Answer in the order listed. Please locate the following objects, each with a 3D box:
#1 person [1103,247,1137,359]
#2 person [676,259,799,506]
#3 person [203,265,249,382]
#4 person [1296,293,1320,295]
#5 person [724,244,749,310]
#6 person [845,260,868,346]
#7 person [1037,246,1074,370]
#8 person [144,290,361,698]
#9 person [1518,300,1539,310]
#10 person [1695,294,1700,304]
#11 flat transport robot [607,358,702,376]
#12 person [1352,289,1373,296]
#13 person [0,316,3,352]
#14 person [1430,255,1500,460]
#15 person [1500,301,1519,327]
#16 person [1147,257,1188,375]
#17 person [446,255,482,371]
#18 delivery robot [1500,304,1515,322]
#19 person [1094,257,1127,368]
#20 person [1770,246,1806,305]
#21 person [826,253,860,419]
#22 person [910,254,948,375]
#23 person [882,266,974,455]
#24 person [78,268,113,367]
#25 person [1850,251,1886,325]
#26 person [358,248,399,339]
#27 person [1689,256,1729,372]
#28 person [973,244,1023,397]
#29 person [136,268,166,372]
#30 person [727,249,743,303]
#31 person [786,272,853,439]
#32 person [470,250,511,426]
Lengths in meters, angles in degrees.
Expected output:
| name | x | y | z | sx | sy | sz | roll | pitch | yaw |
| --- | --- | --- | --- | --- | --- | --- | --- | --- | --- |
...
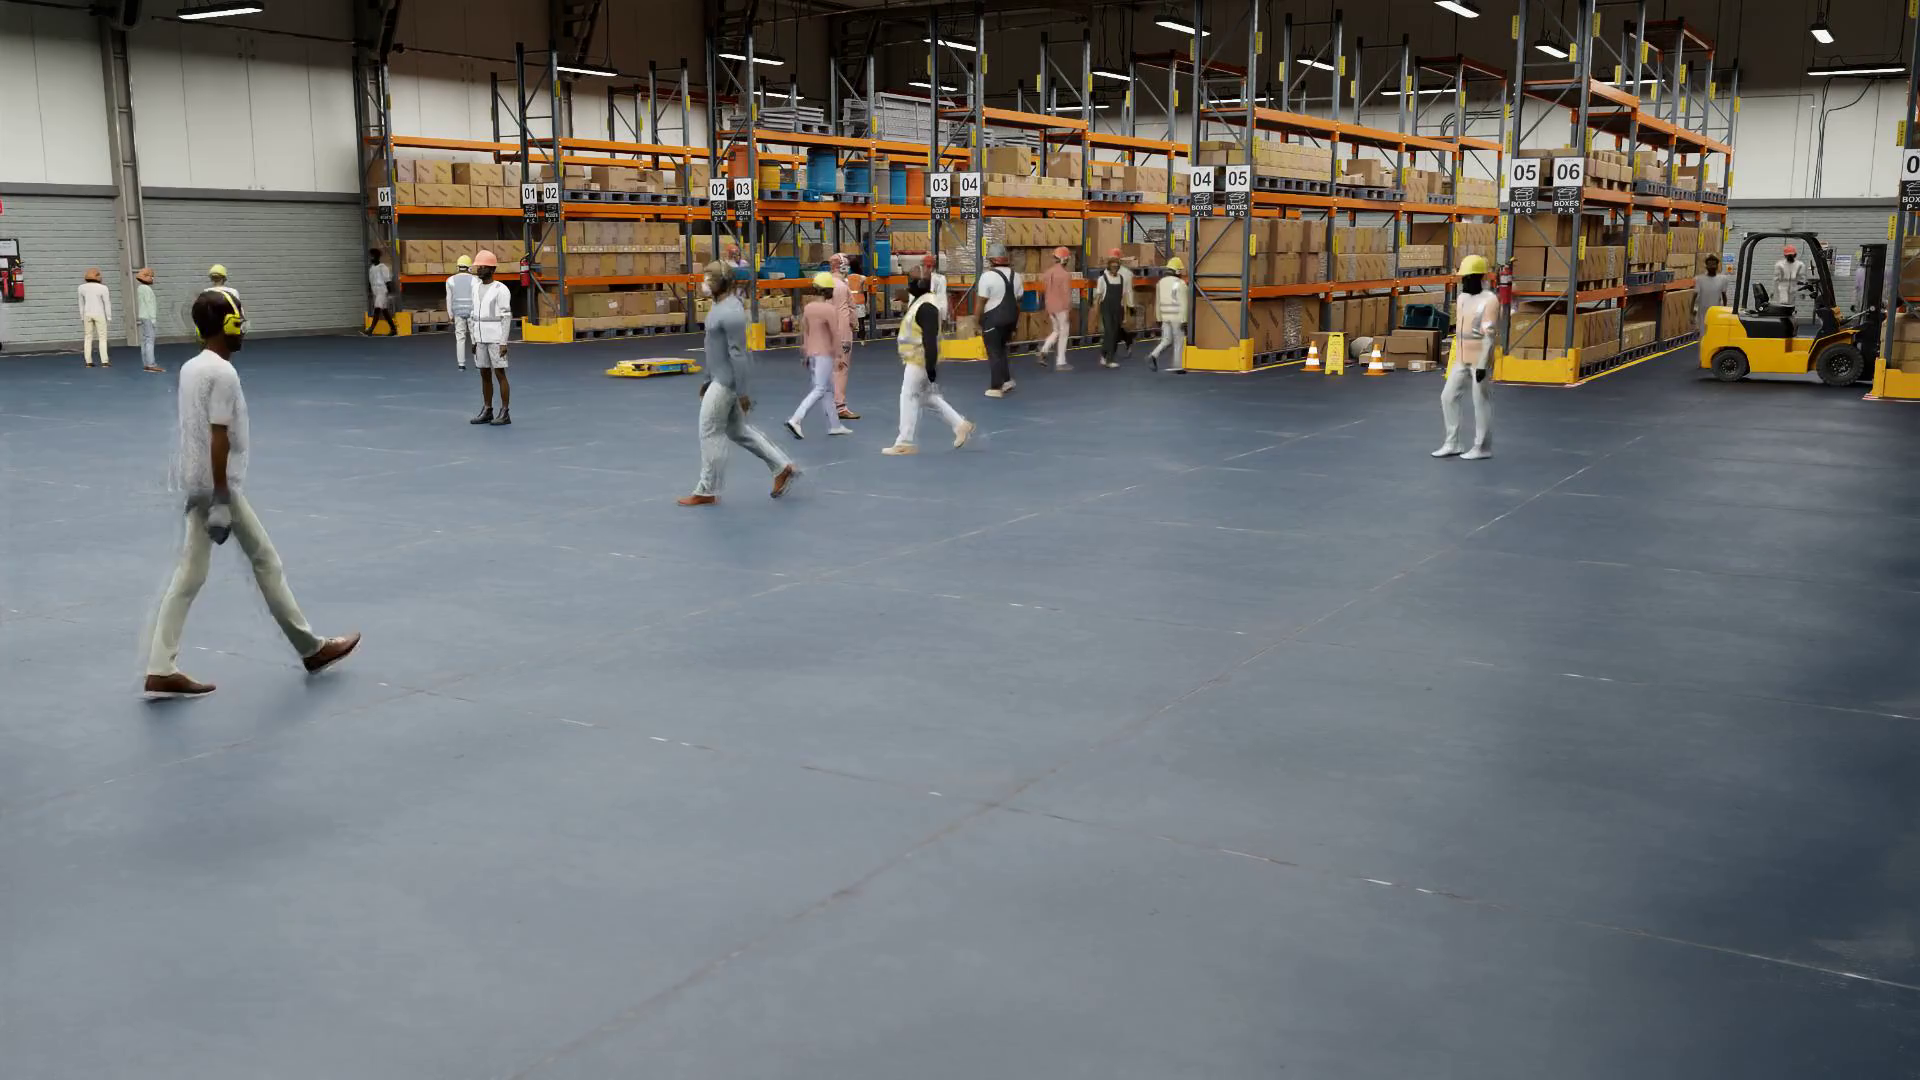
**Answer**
| name | x | y | z | sx | sy | sz | roll | pitch | yaw |
| --- | --- | --- | --- | --- | --- | --- | --- | --- | --- |
| person | 2.813 | -4.155 | 29.213 | 0.896 | 1.959 | 0.637 | -9 | 14 | -43 |
| person | -1.728 | -1.211 | 12.870 | 0.921 | 1.914 | 0.624 | -2 | 10 | -13 |
| person | -10.181 | -2.938 | 23.052 | 0.533 | 1.723 | 0.873 | 1 | 10 | 8 |
| person | 7.119 | -5.034 | 34.296 | 0.598 | 1.896 | 0.690 | 5 | 11 | 28 |
| person | -4.866 | -5.392 | 36.008 | 0.623 | 1.991 | 0.686 | -3 | 11 | -17 |
| person | -2.068 | -4.640 | 32.639 | 0.536 | 1.696 | 0.322 | -1 | 10 | -5 |
| person | 1.566 | -3.682 | 26.485 | 0.478 | 1.976 | 0.631 | -6 | 12 | -31 |
| person | -3.301 | -0.216 | 7.547 | 0.543 | 1.808 | 1.004 | 10 | 14 | 44 |
| person | 11.158 | -4.698 | 32.425 | 0.557 | 1.899 | 0.971 | 6 | 12 | 29 |
| person | 17.133 | -5.604 | 38.288 | 0.765 | 1.602 | 0.526 | 9 | 14 | 42 |
| flat transport robot | -4.703 | -2.678 | 25.645 | 0.652 | 0.197 | 1.431 | 6 | 12 | 32 |
| person | 9.079 | -5.640 | 37.635 | 0.548 | 1.917 | 0.636 | 5 | 11 | 27 |
| person | -11.728 | -2.369 | 19.632 | 0.649 | 1.810 | 0.857 | 2 | 10 | 11 |
| person | 4.689 | -1.678 | 15.461 | 0.682 | 1.899 | 0.621 | -4 | 11 | -19 |
| person | 13.383 | -6.064 | 40.240 | 0.939 | 1.855 | 0.678 | 4 | 11 | 24 |
| person | 3.212 | -3.406 | 25.407 | 0.630 | 1.815 | 0.598 | -7 | 13 | -36 |
| person | -7.823 | -3.590 | 26.379 | 0.592 | 1.834 | 0.404 | 0 | 10 | -3 |
| delivery robot | 13.075 | -5.491 | 40.341 | 0.707 | 0.478 | 0.477 | -1 | 10 | -7 |
| person | 2.431 | -3.719 | 27.194 | 0.511 | 1.814 | 0.799 | -4 | 11 | -22 |
| person | 18.650 | -5.619 | 37.414 | 0.691 | 1.969 | 1.094 | 2 | 10 | 13 |
| person | -1.378 | -2.358 | 19.277 | 0.408 | 1.905 | 0.654 | -4 | 11 | -20 |
| person | -0.487 | -3.405 | 25.255 | 0.582 | 1.866 | 0.618 | 3 | 11 | 17 |
| person | -0.310 | -1.720 | 15.969 | 0.838 | 1.821 | 0.628 | -1 | 10 | -4 |
| person | -14.156 | -3.637 | 27.239 | 0.500 | 1.623 | 0.300 | 0 | 10 | 1 |
| person | 17.283 | -4.561 | 31.681 | 0.409 | 1.888 | 0.695 | -6 | 12 | -29 |
| person | -12.449 | -5.261 | 35.518 | 0.633 | 1.906 | 1.019 | 9 | 14 | 42 |
| person | 11.873 | -3.585 | 26.395 | 0.539 | 1.814 | 0.977 | 5 | 11 | 25 |
| person | 0.464 | -2.917 | 22.028 | 0.686 | 2.000 | 0.552 | -10 | 14 | -44 |
| person | -12.847 | -3.484 | 26.343 | 0.285 | 1.633 | 0.498 | -9 | 14 | -42 |
| person | -4.647 | -5.043 | 34.310 | 0.406 | 1.906 | 0.654 | -6 | 12 | -31 |
| person | -1.476 | -1.923 | 17.329 | 0.842 | 1.731 | 0.534 | -8 | 13 | -39 |
| person | -5.250 | -2.245 | 18.543 | 0.545 | 1.942 | 0.354 | 6 | 12 | 29 |
